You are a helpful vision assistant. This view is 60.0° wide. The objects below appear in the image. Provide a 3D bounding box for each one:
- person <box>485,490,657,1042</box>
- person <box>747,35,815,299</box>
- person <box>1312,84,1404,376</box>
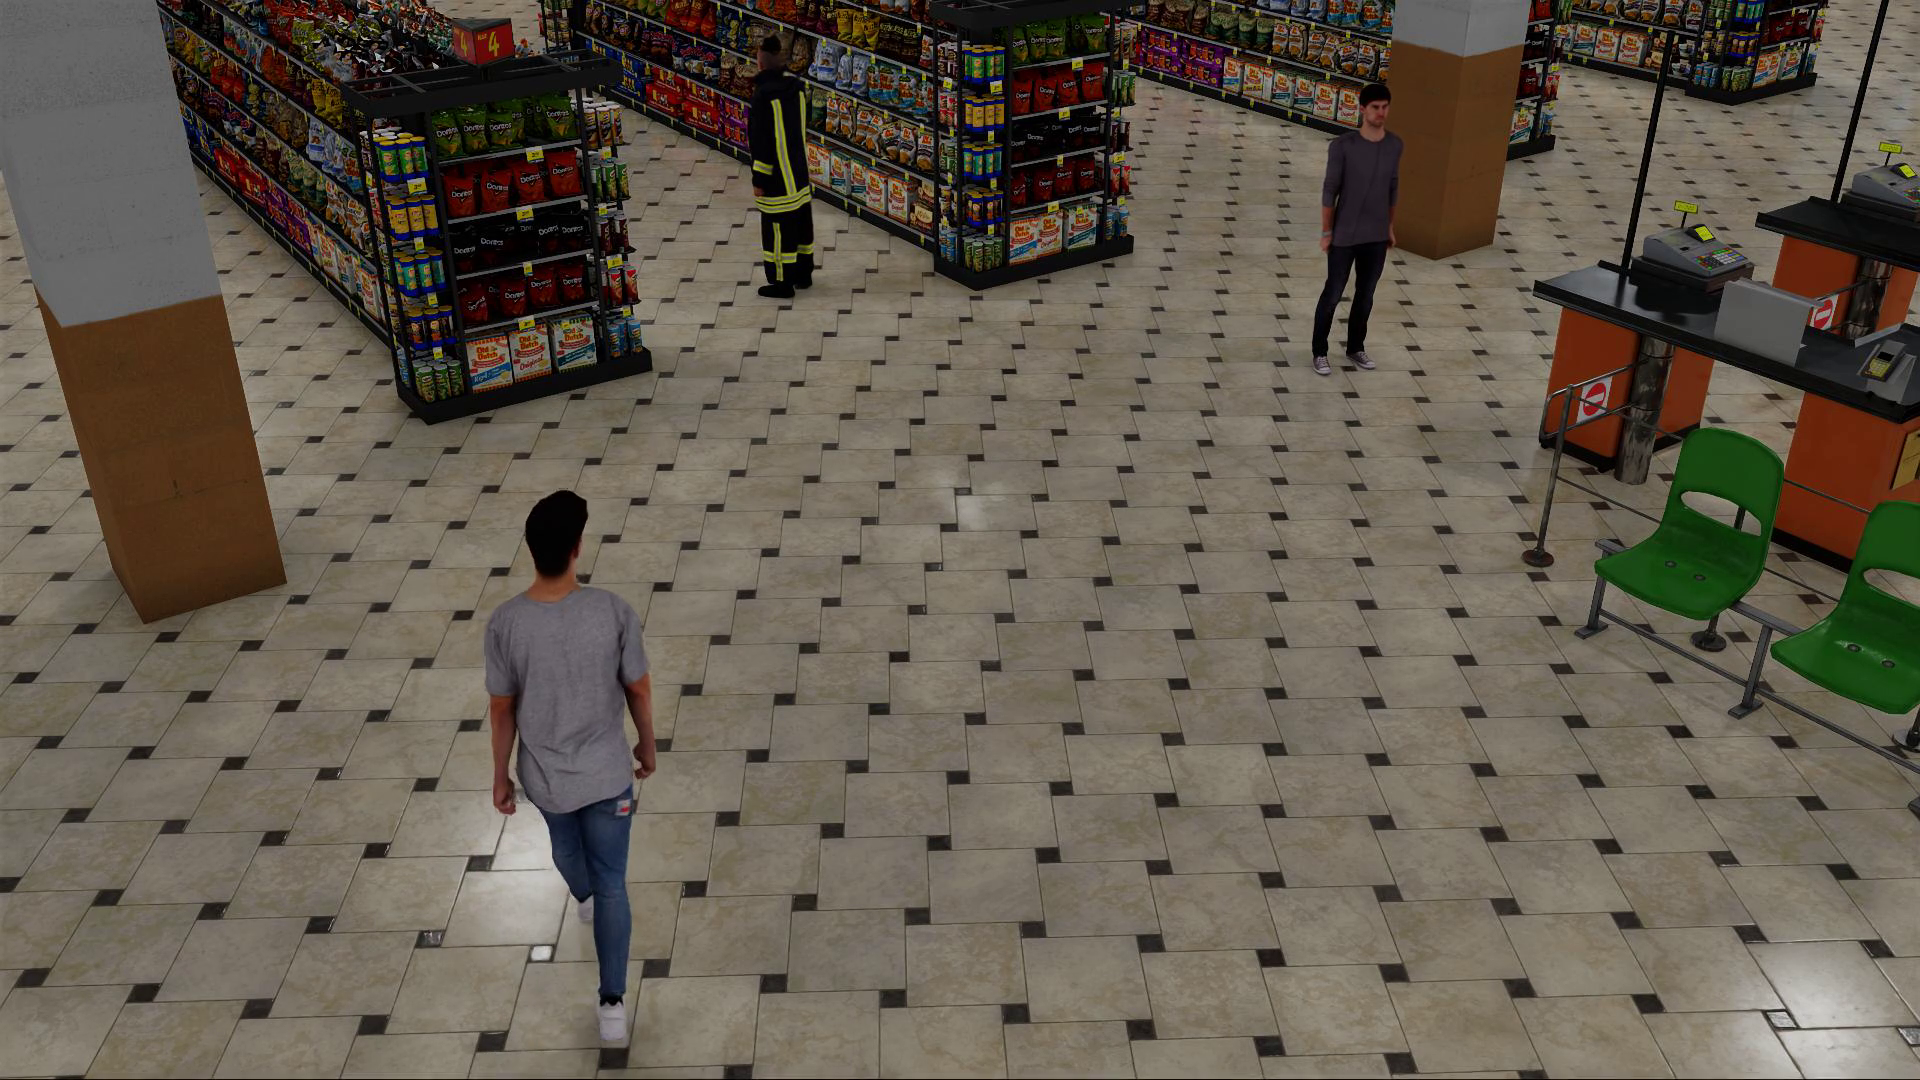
[{"bbox_3d":[-1.288,0.839,5.555,1.113,1.768,1.335,-5,29,-9],"label":"person"},{"bbox_3d":[-1.278,-2.665,11.870,0.855,1.866,0.858,16,32,26],"label":"person"},{"bbox_3d":[2.546,-1.989,10.647,0.738,1.854,0.668,-7,29,-13],"label":"person"}]
